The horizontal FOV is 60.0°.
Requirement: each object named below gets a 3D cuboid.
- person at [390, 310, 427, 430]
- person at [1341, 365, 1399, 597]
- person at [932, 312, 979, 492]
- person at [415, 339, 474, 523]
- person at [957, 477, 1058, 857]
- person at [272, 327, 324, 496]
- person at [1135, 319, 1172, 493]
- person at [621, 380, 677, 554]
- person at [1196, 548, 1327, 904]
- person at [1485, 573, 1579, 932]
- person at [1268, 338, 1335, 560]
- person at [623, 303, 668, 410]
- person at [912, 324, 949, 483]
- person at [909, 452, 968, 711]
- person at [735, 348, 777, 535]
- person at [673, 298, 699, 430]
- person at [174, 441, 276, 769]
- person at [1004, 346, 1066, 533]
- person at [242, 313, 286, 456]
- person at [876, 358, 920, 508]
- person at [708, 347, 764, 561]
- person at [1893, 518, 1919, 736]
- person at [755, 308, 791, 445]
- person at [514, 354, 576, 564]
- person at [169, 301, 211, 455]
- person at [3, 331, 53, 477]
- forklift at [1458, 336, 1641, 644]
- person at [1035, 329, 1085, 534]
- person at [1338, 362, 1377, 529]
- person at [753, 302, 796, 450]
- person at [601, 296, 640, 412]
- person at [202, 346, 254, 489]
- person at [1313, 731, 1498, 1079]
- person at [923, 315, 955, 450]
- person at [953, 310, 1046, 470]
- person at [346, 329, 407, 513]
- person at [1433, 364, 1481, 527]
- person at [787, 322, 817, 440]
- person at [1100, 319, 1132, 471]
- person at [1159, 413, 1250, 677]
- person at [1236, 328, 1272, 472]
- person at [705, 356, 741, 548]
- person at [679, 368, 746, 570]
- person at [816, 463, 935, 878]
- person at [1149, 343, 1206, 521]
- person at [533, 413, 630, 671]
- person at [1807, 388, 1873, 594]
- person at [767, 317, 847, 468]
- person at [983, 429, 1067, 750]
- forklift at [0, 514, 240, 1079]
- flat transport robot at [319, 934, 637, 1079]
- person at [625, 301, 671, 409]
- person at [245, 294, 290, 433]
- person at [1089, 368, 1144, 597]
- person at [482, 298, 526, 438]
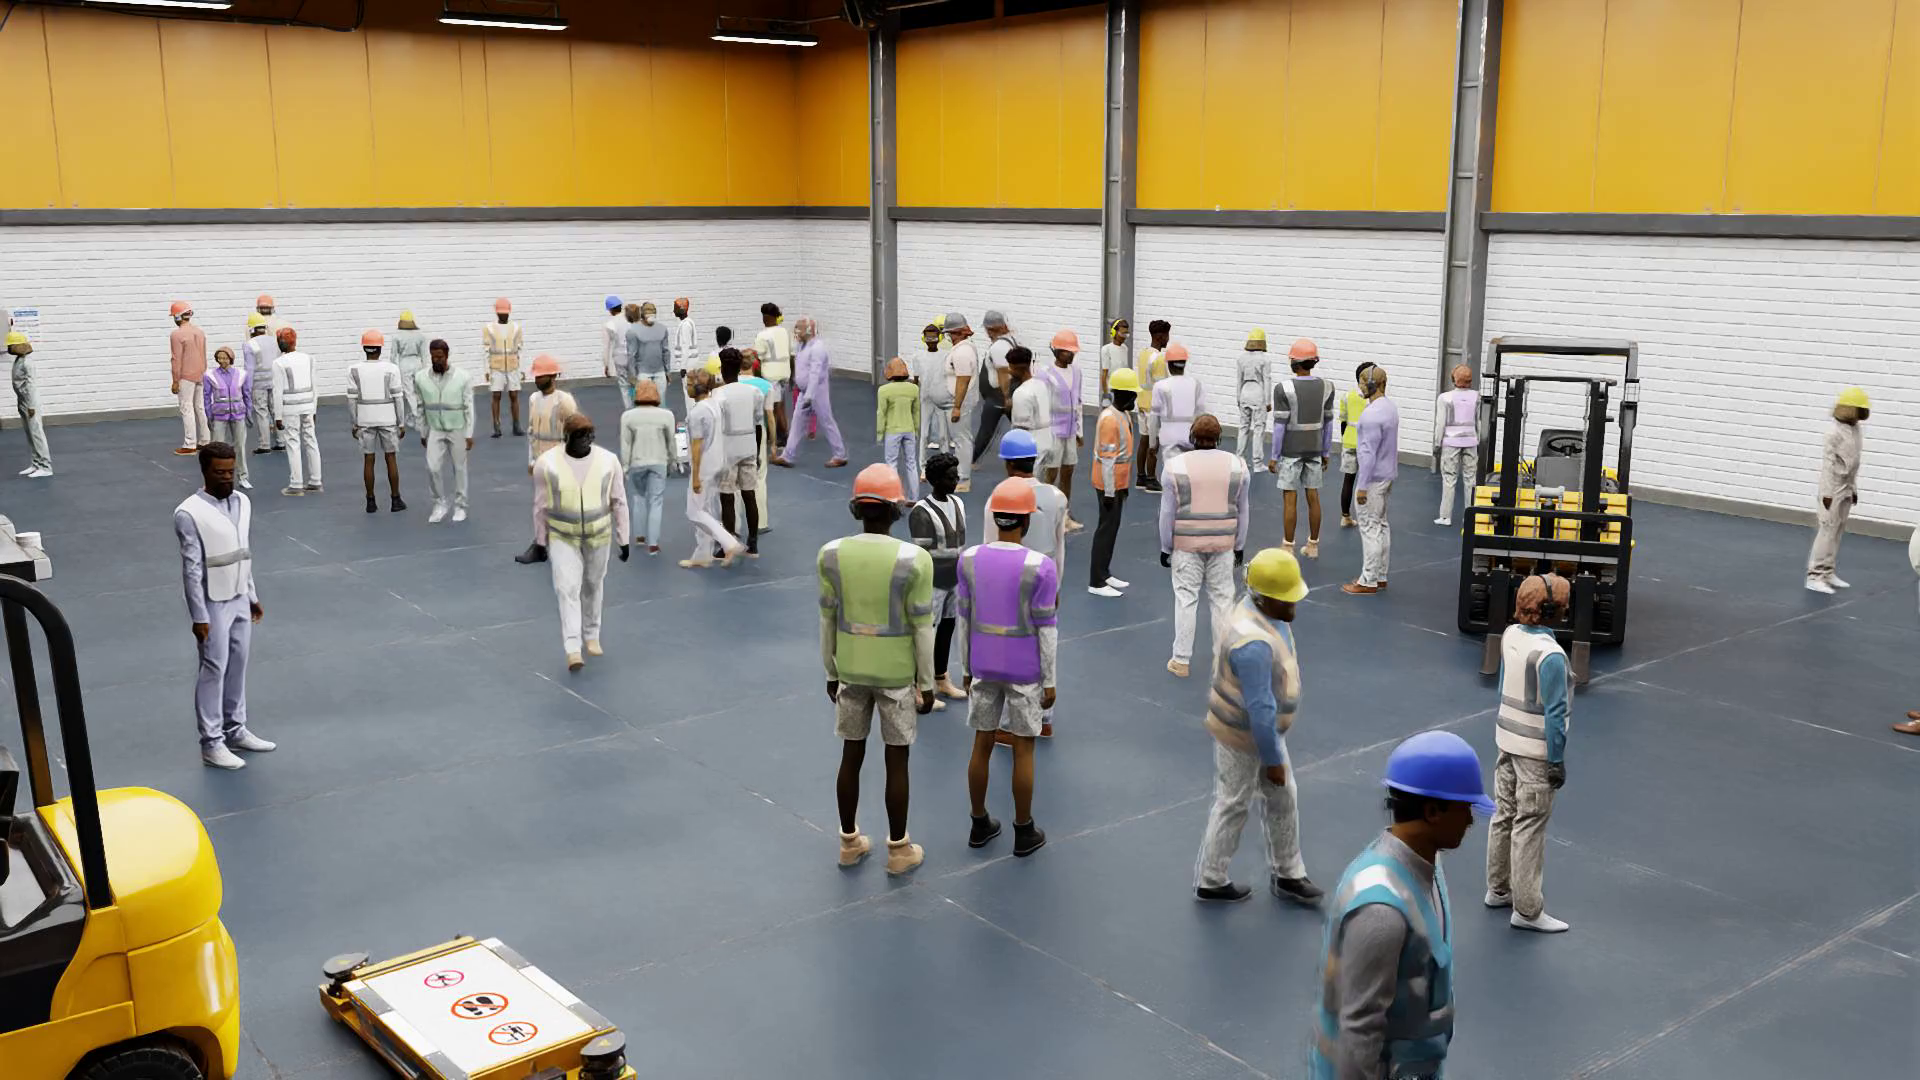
[{"bbox_3d":[-7.867,-2.431,23.794,0.503,1.700,0.886,-9,15,-38],"label":"person"},{"bbox_3d":[3.454,-0.493,13.894,0.379,1.931,0.635,6,13,28],"label":"person"},{"bbox_3d":[-0.054,-1.563,18.783,0.537,2.000,0.678,1,12,5],"label":"person"},{"bbox_3d":[-5.230,-1.104,16.944,0.600,1.889,0.576,-1,12,-3],"label":"person"},{"bbox_3d":[0.251,0.639,8.426,0.544,1.930,0.389,6,13,26],"label":"person"},{"bbox_3d":[-7.392,-1.425,18.522,0.347,1.879,0.581,6,13,27],"label":"person"},{"bbox_3d":[2.185,-1.506,18.720,0.372,1.957,0.595,-3,12,-14],"label":"person"},{"bbox_3d":[-2.914,-0.702,15.668,0.497,1.606,0.693,0,12,-1],"label":"person"},{"bbox_3d":[1.421,0.879,7.648,0.670,1.777,0.664,5,13,23],"label":"person"},{"bbox_3d":[2.603,0.957,7.586,0.309,1.641,0.514,-2,12,-8],"label":"person"},{"bbox_3d":[3.096,-0.814,15.150,0.613,2.048,0.362,-4,12,-18],"label":"person"},{"bbox_3d":[-4.465,-2.430,23.500,0.633,1.820,0.553,7,14,31],"label":"person"},{"bbox_3d":[-0.307,-1.582,19.322,0.512,1.861,0.325,0,12,-1],"label":"person"},{"bbox_3d":[-0.135,0.263,10.825,0.321,1.690,0.531,8,14,35],"label":"person"},{"bbox_3d":[-2.089,-0.964,16.386,0.563,1.839,0.381,2,12,11],"label":"person"},{"bbox_3d":[-3.918,-2.520,23.796,0.354,1.879,0.576,-1,12,-7],"label":"person"},{"bbox_3d":[-4.337,0.368,9.766,0.383,1.914,0.591,2,12,10],"label":"person"},{"bbox_3d":[0.652,-0.860,15.639,0.466,1.935,0.616,5,13,22],"label":"person"},{"bbox_3d":[-8.971,-2.001,21.403,0.403,1.829,0.601,6,13,25],"label":"person"},{"bbox_3d":[-0.647,-1.120,17.666,0.500,1.623,0.305,-7,14,-31],"label":"person"},{"bbox_3d":[-2.065,-0.780,15.184,0.607,1.966,0.367,-10,16,-41],"label":"person"},{"bbox_3d":[6.064,0.269,10.267,0.403,1.904,0.652,11,16,42],"label":"person"},{"bbox_3d":[-2.484,-2.177,22.202,0.523,1.858,0.337,4,12,17],"label":"person"},{"bbox_3d":[-3.735,-0.775,15.347,0.556,1.897,0.993,9,15,37],"label":"person"},{"bbox_3d":[-9.973,-2.095,21.505,0.410,1.982,0.626,2,12,11],"label":"person"},{"bbox_3d":[-11.109,-1.613,19.779,0.337,1.735,0.485,-11,16,-43],"label":"person"},{"bbox_3d":[4.683,-0.471,13.136,1.214,2.155,2.313,4,12,20],"label":"forklift"},{"bbox_3d":[1.010,-1.061,16.395,0.611,2.032,0.411,-11,16,-43],"label":"person"},{"bbox_3d":[4.003,-0.927,16.558,0.321,1.692,0.530,-9,15,-37],"label":"person"},{"bbox_3d":[-2.544,-2.176,22.014,0.943,1.918,0.621,9,15,37],"label":"person"},{"bbox_3d":[-4.835,-2.559,23.953,0.644,1.894,0.581,-7,14,-31],"label":"person"},{"bbox_3d":[-8.292,-1.377,18.866,0.514,1.636,0.314,-8,14,-34],"label":"person"},{"bbox_3d":[1.135,1.453,4.557,0.520,1.923,0.641,6,13,26],"label":"person"},{"bbox_3d":[-0.244,-2.074,21.914,0.523,1.769,0.321,-3,12,-16],"label":"person"},{"bbox_3d":[0.504,-1.842,20.129,1.148,2.000,0.691,4,12,20],"label":"person"},{"bbox_3d":[-6.140,-1.253,17.536,0.551,1.936,0.357,-2,12,-11],"label":"person"},{"bbox_3d":[5.031,-0.948,16.781,0.514,1.642,0.311,-1,12,-5],"label":"person"},{"bbox_3d":[-2.150,-2.181,22.758,0.499,1.633,0.286,5,13,23],"label":"person"},{"bbox_3d":[1.886,-1.724,19.996,0.328,1.865,0.519,9,15,38],"label":"person"},{"bbox_3d":[1.680,0.039,11.535,0.625,1.844,0.429,-1,12,-5],"label":"person"},{"bbox_3d":[3.579,-1.702,20.200,0.489,1.736,0.330,11,16,44],"label":"person"},{"bbox_3d":[-2.249,-0.842,15.855,0.403,1.817,0.605,-1,12,-4],"label":"person"},{"bbox_3d":[-2.222,-0.612,14.706,0.603,1.830,0.519,3,12,14],"label":"person"},{"bbox_3d":[-0.401,0.635,8.192,0.606,2.035,0.410,4,12,19],"label":"person"},{"bbox_3d":[2.153,-0.998,16.476,0.544,1.879,1.012,-3,12,-15],"label":"person"},{"bbox_3d":[-2.657,0.010,11.769,0.652,1.795,0.933,-4,12,-20],"label":"person"},{"bbox_3d":[7.431,-0.420,14.015,0.489,1.727,0.397,-8,14,-35],"label":"person"},{"bbox_3d":[-1.834,-1.785,20.309,0.984,1.853,0.651,-6,13,-28],"label":"person"},{"bbox_3d":[0.368,0.297,10.060,0.599,1.939,0.414,-9,14,-36],"label":"person"},{"bbox_3d":[-3.687,1.115,5.480,2.313,2.155,1.214,-9,15,-36],"label":"forklift"},{"bbox_3d":[-1.911,1.874,6.479,0.652,0.197,1.431,-10,15,-40],"label":"flat transport robot"},{"bbox_3d":[-4.151,-2.225,22.258,0.636,1.931,0.377,-10,15,-39],"label":"person"},{"bbox_3d":[-9.618,-2.439,23.201,0.605,1.964,0.801,-3,12,-13],"label":"person"},{"bbox_3d":[1.310,-0.482,13.893,0.425,1.913,0.603,3,12,15],"label":"person"},{"bbox_3d":[-6.300,-2.382,23.019,0.581,1.928,0.404,-6,13,-26],"label":"person"}]
